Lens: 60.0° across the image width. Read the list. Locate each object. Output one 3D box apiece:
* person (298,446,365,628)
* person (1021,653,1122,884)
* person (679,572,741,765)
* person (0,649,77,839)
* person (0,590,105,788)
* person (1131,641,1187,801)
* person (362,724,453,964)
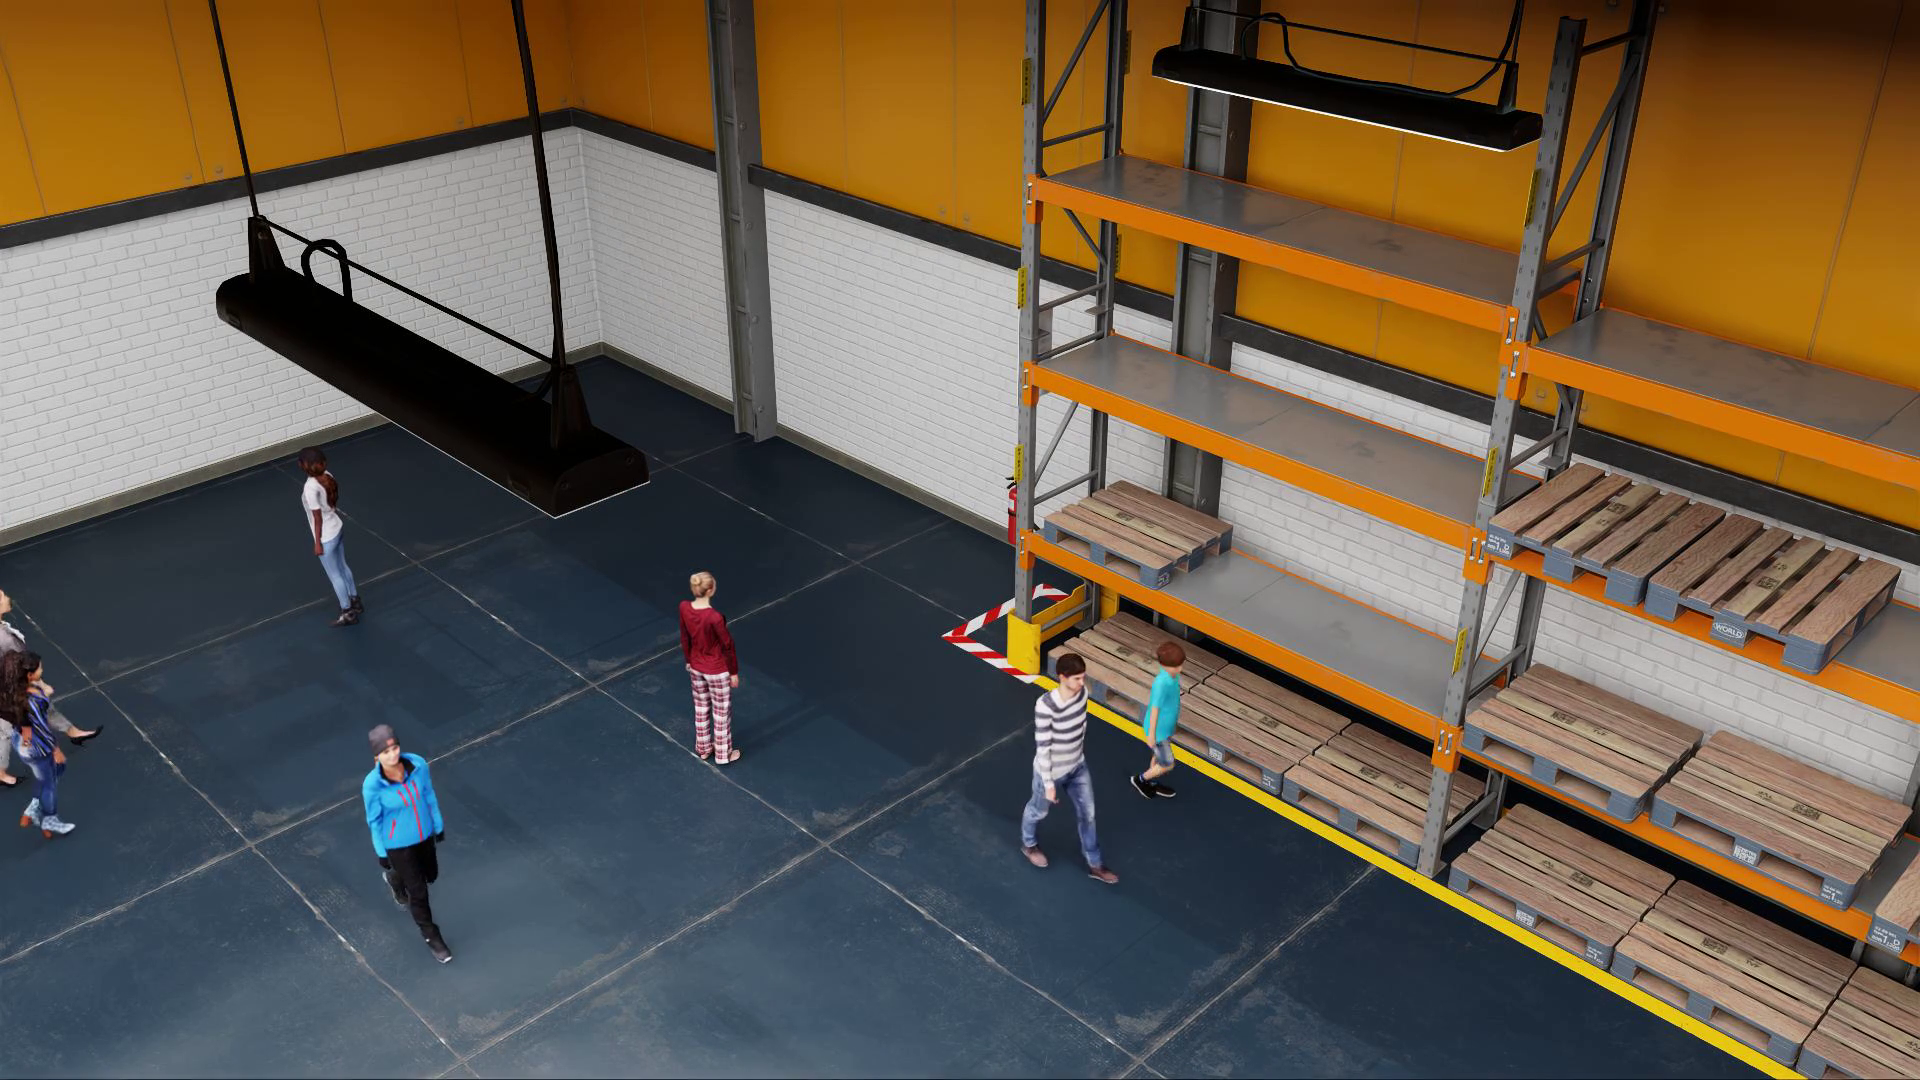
[{"bbox_3d":[-5.575,-0.041,14.676,0.714,1.719,0.651,0,29,-1],"label":"person"},{"bbox_3d":[0.622,1.547,11.666,0.755,1.813,1.068,-19,34,-31],"label":"person"},{"bbox_3d":[-1.932,0.969,12.843,0.537,1.699,0.735,15,32,25],"label":"person"},{"bbox_3d":[-6.710,1.512,11.938,0.612,1.613,0.709,25,37,37],"label":"person"},{"bbox_3d":[-7.237,1.169,12.559,0.690,1.622,1.042,-24,37,-37],"label":"person"},{"bbox_3d":[1.442,1.358,12.407,0.695,1.435,0.692,11,30,19],"label":"person"},{"bbox_3d":[-3.671,1.946,10.977,0.614,1.772,1.010,-25,37,-38],"label":"person"}]
